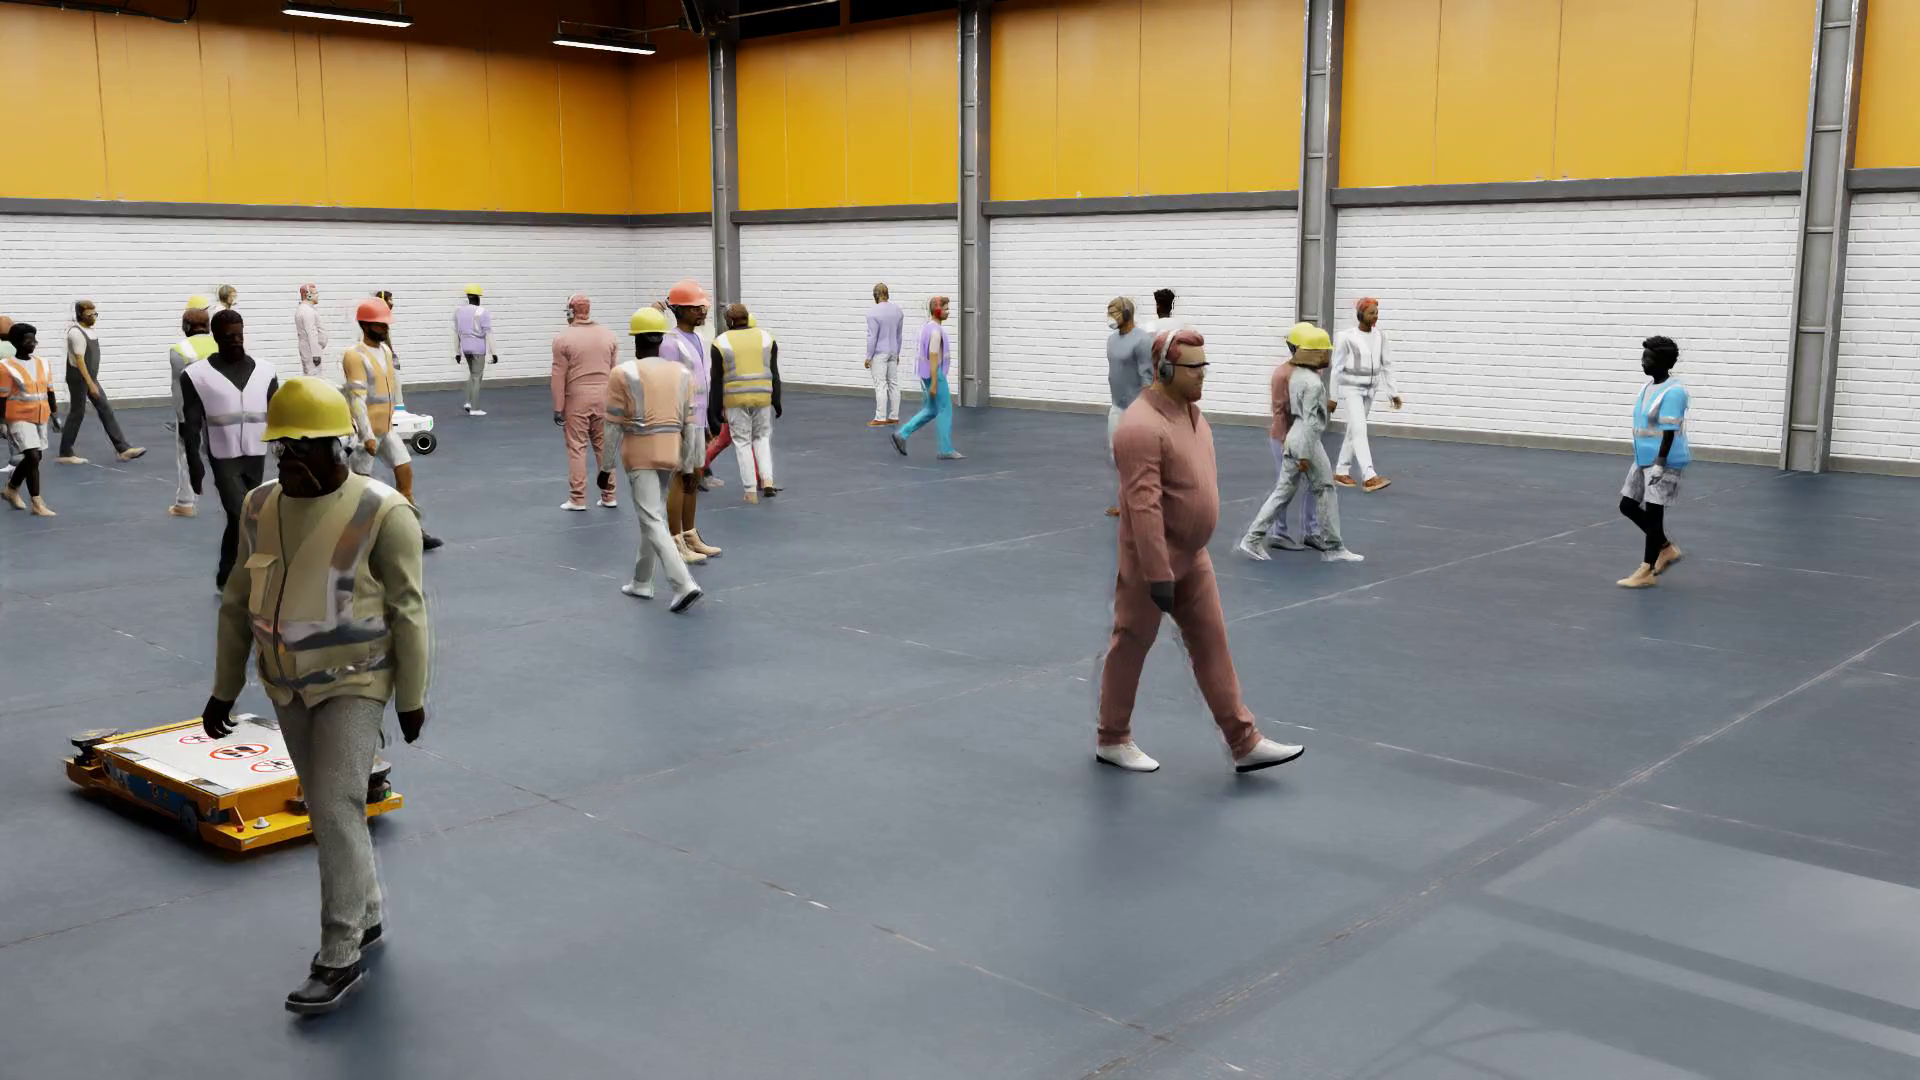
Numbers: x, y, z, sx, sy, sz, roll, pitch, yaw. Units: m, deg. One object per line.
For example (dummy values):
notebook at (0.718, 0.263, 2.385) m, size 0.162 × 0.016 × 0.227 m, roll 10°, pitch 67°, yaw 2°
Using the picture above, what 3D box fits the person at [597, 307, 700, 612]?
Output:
person at (-1.901, -0.509, 10.408) m, size 0.941 × 1.893 × 0.595 m, roll 9°, pitch 13°, yaw 43°

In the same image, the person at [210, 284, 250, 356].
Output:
person at (-9.722, -2.452, 22.269) m, size 0.855 × 1.904 × 0.654 m, roll -3°, pitch 10°, yaw -15°

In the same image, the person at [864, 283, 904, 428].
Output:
person at (-1.029, -2.471, 22.292) m, size 0.372 × 1.934 × 0.627 m, roll 9°, pitch 13°, yaw 42°

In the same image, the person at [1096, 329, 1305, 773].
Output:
person at (0.952, 0.081, 6.838) m, size 0.935 × 1.863 × 0.681 m, roll 6°, pitch 11°, yaw 34°

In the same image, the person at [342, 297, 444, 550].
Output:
person at (-4.246, -0.826, 12.296) m, size 0.854 × 1.900 × 0.572 m, roll 2°, pitch 10°, yaw 13°

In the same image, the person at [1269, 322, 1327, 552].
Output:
person at (2.535, -0.751, 12.357) m, size 0.598 × 1.720 × 0.565 m, roll -7°, pitch 12°, yaw -38°

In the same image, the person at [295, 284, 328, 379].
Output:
person at (-9.064, -2.626, 23.312) m, size 0.409 × 1.913 × 0.642 m, roll -6°, pitch 11°, yaw -31°

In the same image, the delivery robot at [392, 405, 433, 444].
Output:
delivery robot at (-6.420, -1.306, 19.075) m, size 0.707 × 0.478 × 0.477 m, roll -4°, pitch 10°, yaw -21°

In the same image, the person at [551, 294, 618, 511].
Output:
person at (-3.314, -1.204, 14.645) m, size 0.643 × 1.900 × 0.399 m, roll -8°, pitch 12°, yaw -42°

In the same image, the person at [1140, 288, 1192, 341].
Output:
person at (2.199, -1.712, 17.666) m, size 0.615 × 1.936 × 0.958 m, roll -2°, pitch 9°, yaw -10°

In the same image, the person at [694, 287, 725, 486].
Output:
person at (-2.586, -1.489, 16.220) m, size 0.539 × 1.956 × 0.629 m, roll 5°, pitch 10°, yaw 26°

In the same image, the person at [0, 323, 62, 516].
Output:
person at (-8.140, -1.043, 14.405) m, size 0.758 × 1.679 × 0.542 m, roll 3°, pitch 10°, yaw 19°

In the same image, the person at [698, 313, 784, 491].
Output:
person at (-2.167, -1.298, 15.770) m, size 0.881 × 1.710 × 0.544 m, roll -1°, pitch 9°, yaw -7°

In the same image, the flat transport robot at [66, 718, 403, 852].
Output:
flat transport robot at (-2.902, 0.918, 6.596) m, size 1.431 × 0.197 × 0.652 m, roll 8°, pitch 12°, yaw 39°

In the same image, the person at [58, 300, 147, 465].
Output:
person at (-9.382, -1.694, 17.989) m, size 0.920 × 1.783 × 0.540 m, roll -1°, pitch 9°, yaw -4°

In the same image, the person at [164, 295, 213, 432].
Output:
person at (-9.680, -2.220, 21.217) m, size 0.925 × 1.778 × 0.613 m, roll -6°, pitch 11°, yaw -31°

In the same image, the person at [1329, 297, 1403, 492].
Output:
person at (3.895, -1.385, 15.904) m, size 0.588 × 1.837 × 0.944 m, roll -5°, pitch 11°, yaw -30°

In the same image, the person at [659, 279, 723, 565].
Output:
person at (-1.949, -0.851, 12.025) m, size 0.377 × 2.044 × 0.607 m, roll 2°, pitch 10°, yaw 13°

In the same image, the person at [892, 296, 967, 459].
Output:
person at (-0.343, -1.793, 18.469) m, size 0.753 × 1.828 × 0.567 m, roll -2°, pitch 9°, yaw -11°

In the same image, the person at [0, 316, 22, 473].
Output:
person at (-9.904, -1.517, 17.360) m, size 0.267 × 1.632 × 0.507 m, roll 2°, pitch 10°, yaw 14°

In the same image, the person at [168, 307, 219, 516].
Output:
person at (-6.377, -1.074, 14.149) m, size 0.908 × 1.804 × 0.630 m, roll 6°, pitch 11°, yaw 32°

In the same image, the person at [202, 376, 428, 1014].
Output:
person at (-1.923, 0.440, 4.827) m, size 0.599 × 1.811 × 0.682 m, roll 4°, pitch 10°, yaw 21°

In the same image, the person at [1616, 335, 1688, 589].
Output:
person at (4.608, -0.511, 11.018) m, size 0.437 × 1.688 × 0.552 m, roll -1°, pitch 9°, yaw -4°

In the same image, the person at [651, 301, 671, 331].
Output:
person at (-4.431, -2.692, 24.532) m, size 0.517 × 1.645 × 0.307 m, roll 6°, pitch 11°, yaw 34°

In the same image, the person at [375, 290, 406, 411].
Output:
person at (-7.972, -2.506, 22.839) m, size 0.926 × 1.838 × 0.535 m, roll -4°, pitch 10°, yaw -22°

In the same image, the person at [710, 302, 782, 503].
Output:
person at (-1.951, -1.239, 15.087) m, size 0.647 × 1.818 × 0.444 m, roll -4°, pitch 10°, yaw -22°

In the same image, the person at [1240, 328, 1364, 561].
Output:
person at (2.465, -0.680, 12.015) m, size 0.865 × 1.704 × 0.488 m, roll -2°, pitch 9°, yaw -9°

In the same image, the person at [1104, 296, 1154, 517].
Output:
person at (1.508, -1.110, 14.104) m, size 0.551 × 1.904 × 0.705 m, roll -5°, pitch 10°, yaw -26°

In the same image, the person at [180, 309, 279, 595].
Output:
person at (-4.495, -0.502, 10.422) m, size 0.999 × 1.865 × 0.609 m, roll 7°, pitch 12°, yaw 38°

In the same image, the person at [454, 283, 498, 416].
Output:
person at (-6.993, -2.747, 24.042) m, size 0.607 × 1.907 × 0.490 m, roll 4°, pitch 10°, yaw 24°
